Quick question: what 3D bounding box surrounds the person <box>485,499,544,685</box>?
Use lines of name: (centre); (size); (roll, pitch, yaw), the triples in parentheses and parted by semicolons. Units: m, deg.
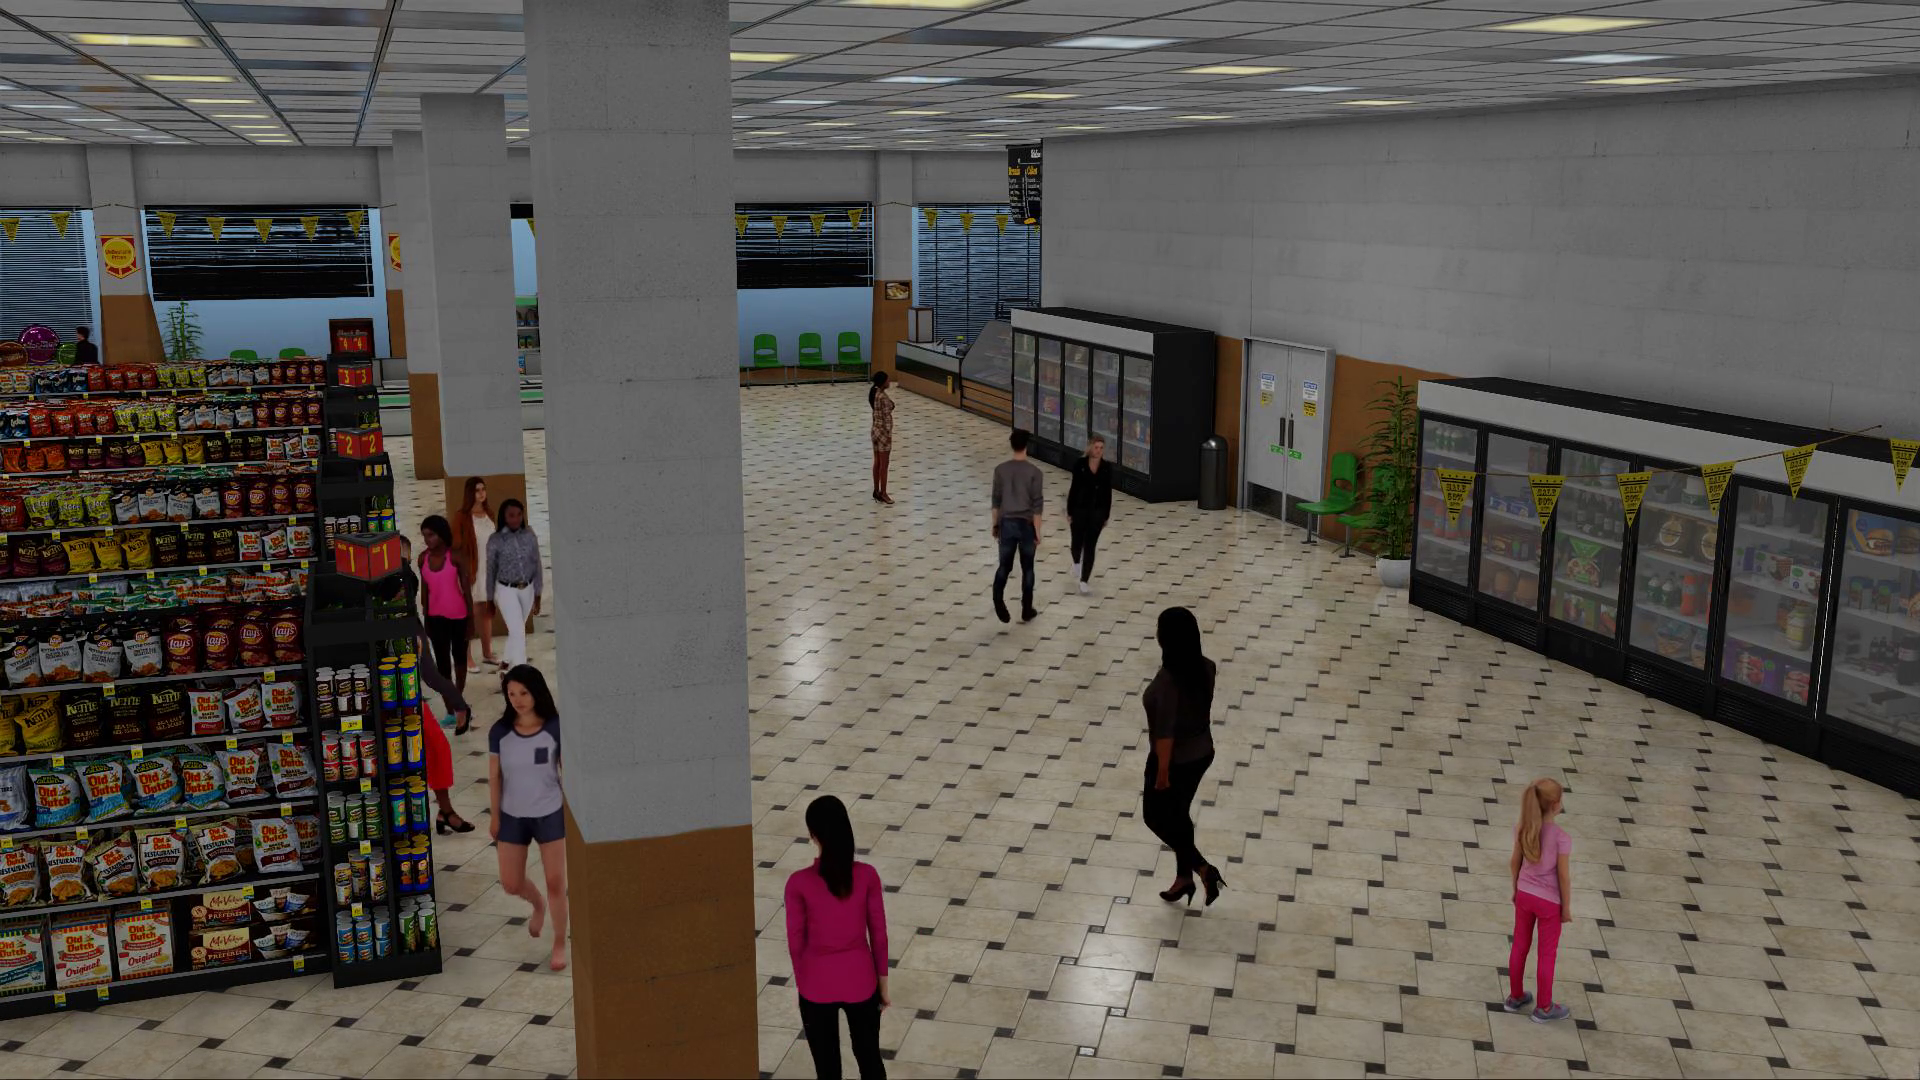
person: (-3.721, 0.497, 13.796); (1.253, 1.668, 0.907); (-8, 14, -35)

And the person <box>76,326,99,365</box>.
person: (-15.218, -2.823, 29.168); (0.662, 1.830, 0.761); (-3, 12, -13)

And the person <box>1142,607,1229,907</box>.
person: (1.348, 1.309, 9.562); (0.937, 1.823, 0.926); (11, 16, 43)

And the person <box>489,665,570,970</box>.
person: (-2.318, 1.479, 9.071); (0.713, 1.694, 0.807); (-2, 12, -8)

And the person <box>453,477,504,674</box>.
person: (-4.265, 0.283, 14.676); (0.780, 1.723, 0.689); (8, 14, 34)

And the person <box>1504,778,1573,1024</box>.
person: (2.950, 1.818, 8.474); (0.589, 1.275, 0.549); (-9, 15, -38)

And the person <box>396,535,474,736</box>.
person: (-4.047, 0.790, 12.504); (1.145, 1.626, 0.881); (-11, 16, -43)

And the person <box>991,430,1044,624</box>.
person: (0.526, -0.083, 16.051); (1.119, 1.873, 1.116); (4, 12, 17)

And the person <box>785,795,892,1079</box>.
person: (-0.499, 1.930, 6.950); (0.685, 1.684, 0.661); (-3, 12, -14)

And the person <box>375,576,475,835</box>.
person: (-3.679, 1.125, 10.619); (1.222, 1.747, 0.780); (-1, 12, -6)

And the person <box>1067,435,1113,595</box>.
person: (1.346, -0.280, 17.496); (0.874, 1.664, 0.843); (0, 12, 2)

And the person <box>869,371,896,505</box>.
person: (-1.060, -1.384, 22.423); (0.570, 1.794, 0.601); (-6, 13, -25)

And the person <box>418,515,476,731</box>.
person: (-4.030, 0.629, 13.175); (1.032, 1.665, 0.745); (-2, 12, -11)
